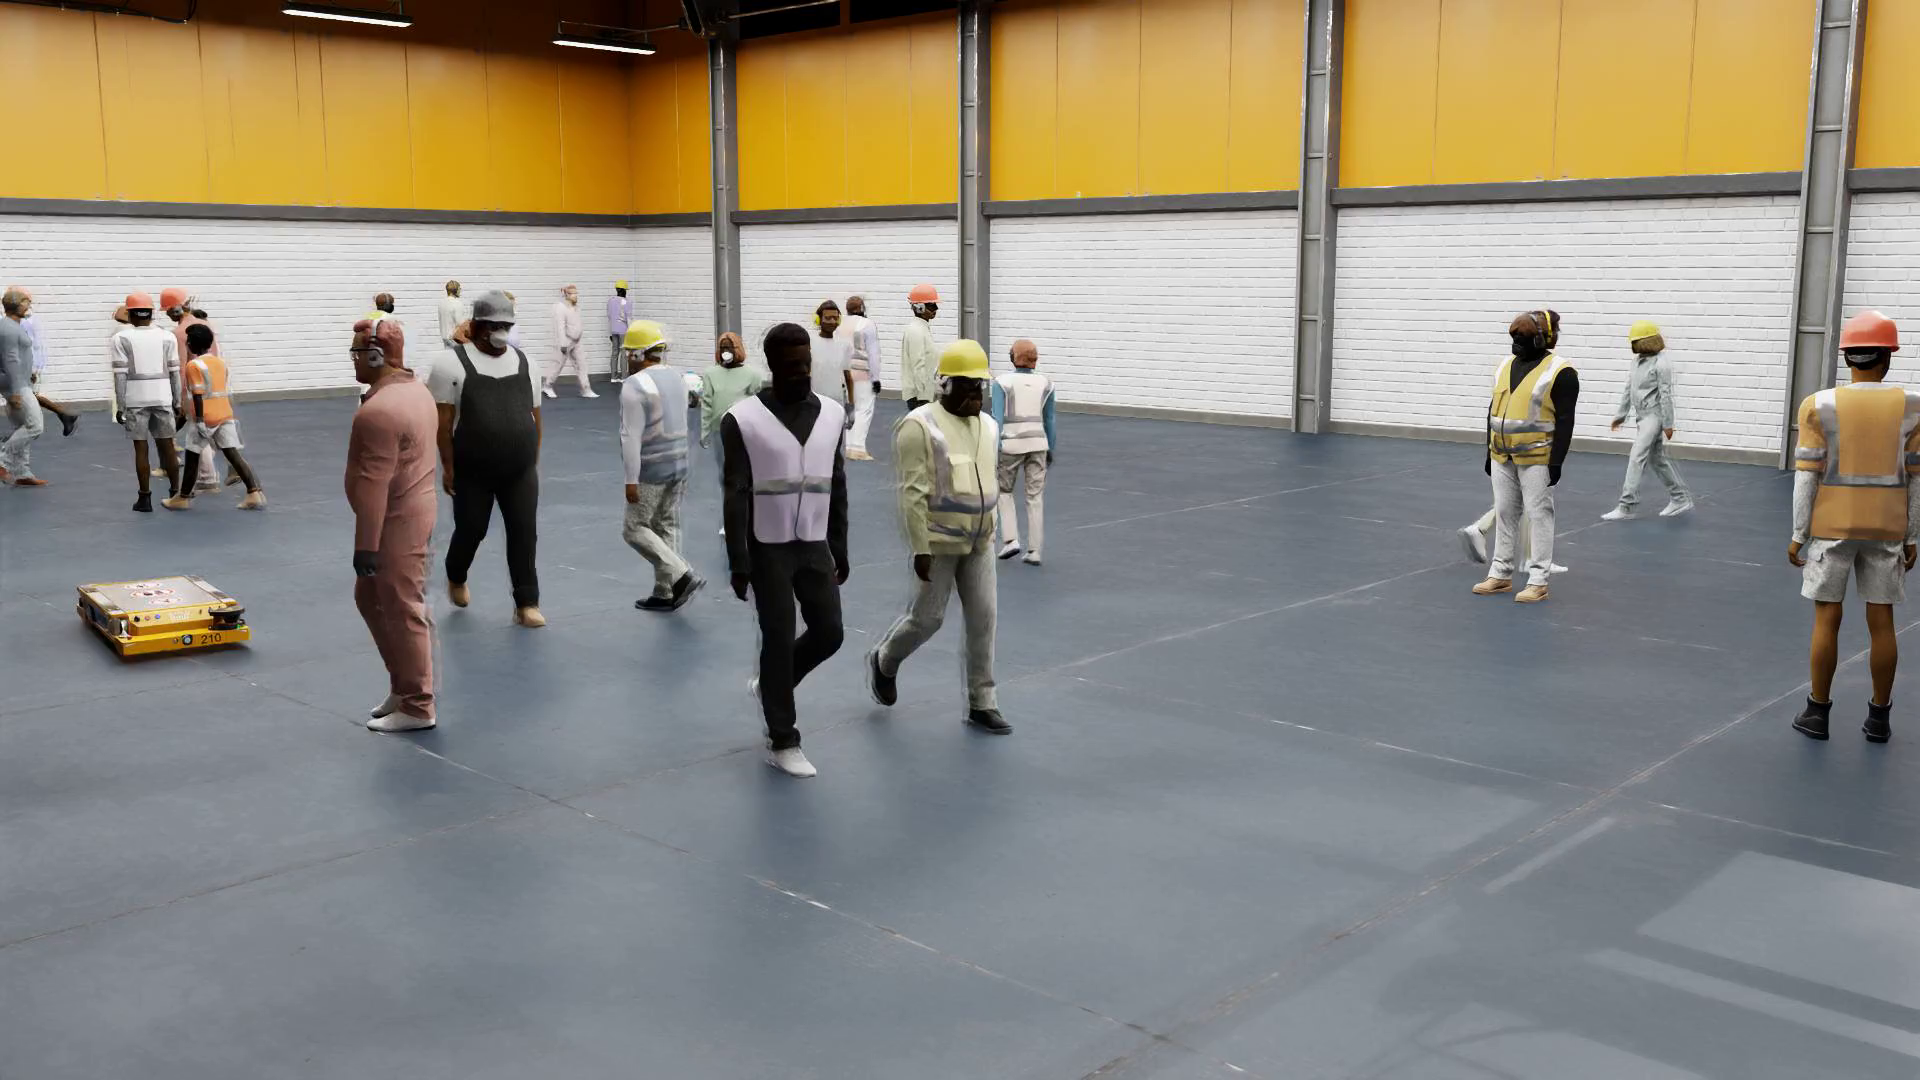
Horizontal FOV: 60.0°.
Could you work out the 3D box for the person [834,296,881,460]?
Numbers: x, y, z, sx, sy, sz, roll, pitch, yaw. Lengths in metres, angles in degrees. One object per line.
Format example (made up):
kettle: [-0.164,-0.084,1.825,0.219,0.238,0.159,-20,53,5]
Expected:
person: [-1.123,-1.783,18.532,0.431,1.837,0.656,-8,12,-41]

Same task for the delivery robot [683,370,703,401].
delivery robot: [-4.140,-2.368,25.587,0.707,0.478,0.477,7,12,39]

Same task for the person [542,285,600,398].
person: [-6.482,-3.262,27.387,0.988,1.862,0.660,4,10,21]

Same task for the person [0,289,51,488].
person: [-9.073,-1.436,15.984,0.473,1.923,0.648,-4,10,-25]

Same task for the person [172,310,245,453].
person: [-8.819,-1.828,19.193,0.861,1.657,0.539,-2,9,-13]

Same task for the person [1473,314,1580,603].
person: [3.608,-0.523,10.651,0.430,1.838,0.619,-6,11,-32]

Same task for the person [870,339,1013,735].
person: [-0.083,-0.027,7.710,0.590,1.809,0.763,-8,12,-40]

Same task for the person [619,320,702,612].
person: [-1.827,-0.429,10.121,0.523,1.817,0.595,4,10,24]

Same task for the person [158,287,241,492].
person: [-7.168,-1.402,15.670,0.564,1.952,0.687,1,9,8]

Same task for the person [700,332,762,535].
person: [-1.814,-0.848,13.287,0.509,1.625,0.390,3,10,15]

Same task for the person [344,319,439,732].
person: [-2.643,-0.053,7.573,0.509,1.892,0.671,-1,9,-5]

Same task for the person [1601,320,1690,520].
person: [5.889,-1.016,14.089,0.829,1.697,0.506,-1,9,-4]

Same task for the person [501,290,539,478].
person: [-4.672,-1.569,16.817,0.769,1.918,0.639,1,9,8]

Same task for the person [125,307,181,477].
person: [-8.198,-1.534,16.916,0.460,1.811,0.539,1,9,5]

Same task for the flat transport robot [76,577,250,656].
flat transport robot: [-4.666,0.414,9.686,0.652,0.197,1.431,-7,12,-36]

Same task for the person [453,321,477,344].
person: [-4.677,-1.288,15.985,0.543,1.611,0.536,0,9,-2]

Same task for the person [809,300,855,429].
person: [-1.169,-1.140,14.373,0.552,1.855,0.436,-4,10,-26]

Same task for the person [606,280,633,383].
person: [-6.282,-3.861,30.862,0.586,1.922,0.390,5,11,30]

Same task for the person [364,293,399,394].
person: [-7.791,-2.448,22.591,0.646,1.793,0.954,8,12,39]

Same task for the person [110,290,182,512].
person: [-7.122,-1.214,14.577,0.551,1.932,0.378,-8,12,-40]

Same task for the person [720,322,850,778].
person: [-0.757,0.029,7.071,0.610,1.906,0.542,-8,12,-40]

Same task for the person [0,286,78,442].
person: [-11.401,-2.159,20.447,0.781,1.914,0.551,-4,10,-23]

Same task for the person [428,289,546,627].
person: [-2.831,-0.519,9.993,0.686,2.000,0.855,-6,11,-32]

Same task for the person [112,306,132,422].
person: [-11.479,-2.448,23.128,0.527,1.597,0.775,7,12,38]

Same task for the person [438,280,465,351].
person: [-8.123,-3.198,26.733,0.636,1.939,0.365,8,12,42]

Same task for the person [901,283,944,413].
person: [-0.335,-1.282,14.814,0.382,1.994,0.613,0,9,-2]

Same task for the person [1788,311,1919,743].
person: [4.016,-0.054,7.470,0.547,1.934,0.375,3,10,18]

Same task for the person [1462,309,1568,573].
person: [3.909,-0.674,11.531,0.642,1.852,0.524,-1,9,-3]

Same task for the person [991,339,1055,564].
person: [0.467,-0.632,11.966,0.537,1.611,0.462,-3,10,-19]

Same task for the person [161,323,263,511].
person: [-6.556,-1.068,14.537,0.888,1.649,0.538,1,9,9]
